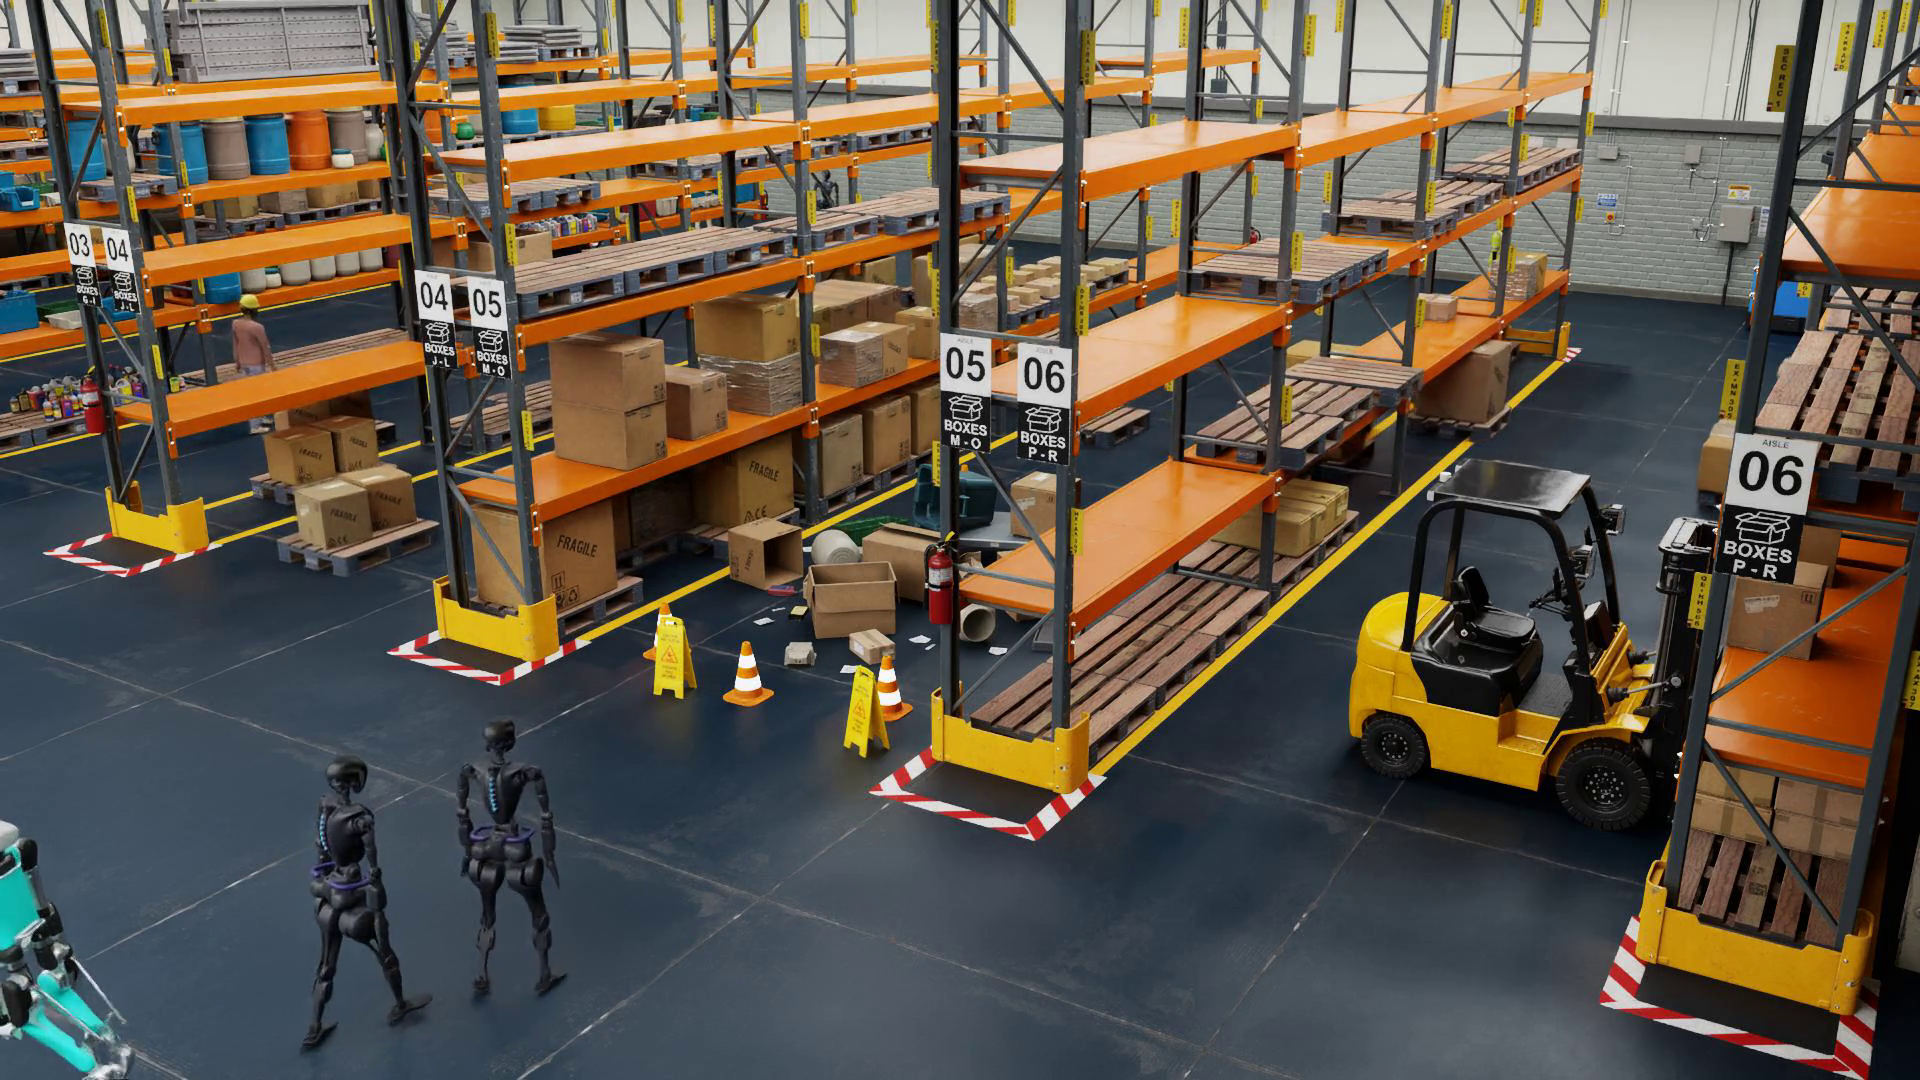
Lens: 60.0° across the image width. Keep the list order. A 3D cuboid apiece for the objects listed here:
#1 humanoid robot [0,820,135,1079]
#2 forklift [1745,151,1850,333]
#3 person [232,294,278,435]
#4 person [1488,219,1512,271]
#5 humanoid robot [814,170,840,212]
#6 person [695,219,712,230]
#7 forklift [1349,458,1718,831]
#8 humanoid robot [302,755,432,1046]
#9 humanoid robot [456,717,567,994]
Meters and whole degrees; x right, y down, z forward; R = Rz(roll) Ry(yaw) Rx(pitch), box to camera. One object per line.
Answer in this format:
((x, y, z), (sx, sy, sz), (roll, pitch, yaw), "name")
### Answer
((-4.342, 2.189, 8.033), (0.746, 1.778, 0.532), (3, 19, 10), "humanoid robot")
((13.620, -4.667, 26.137), (1.873, 2.768, 1.129), (11, 22, 29), "forklift")
((-8.724, -2.211, 20.757), (0.549, 1.738, 0.709), (10, 22, 27), "person")
((8.968, -4.578, 27.663), (0.318, 1.696, 0.532), (16, 24, 38), "person")
((-2.708, -6.759, 34.013), (0.593, 1.639, 0.557), (-10, 21, -26), "humanoid robot")
((-5.391, -7.003, 34.694), (0.493, 1.688, 0.349), (-3, 19, -7), "person")
((3.988, 0.658, 11.776), (2.313, 2.155, 1.214), (11, 22, 29), "forklift")
((-3.273, 1.920, 8.950), (0.607, 1.626, 0.706), (15, 24, 36), "humanoid robot")
((-2.553, 1.780, 9.315), (0.589, 1.637, 0.401), (2, 19, 5), "humanoid robot")
